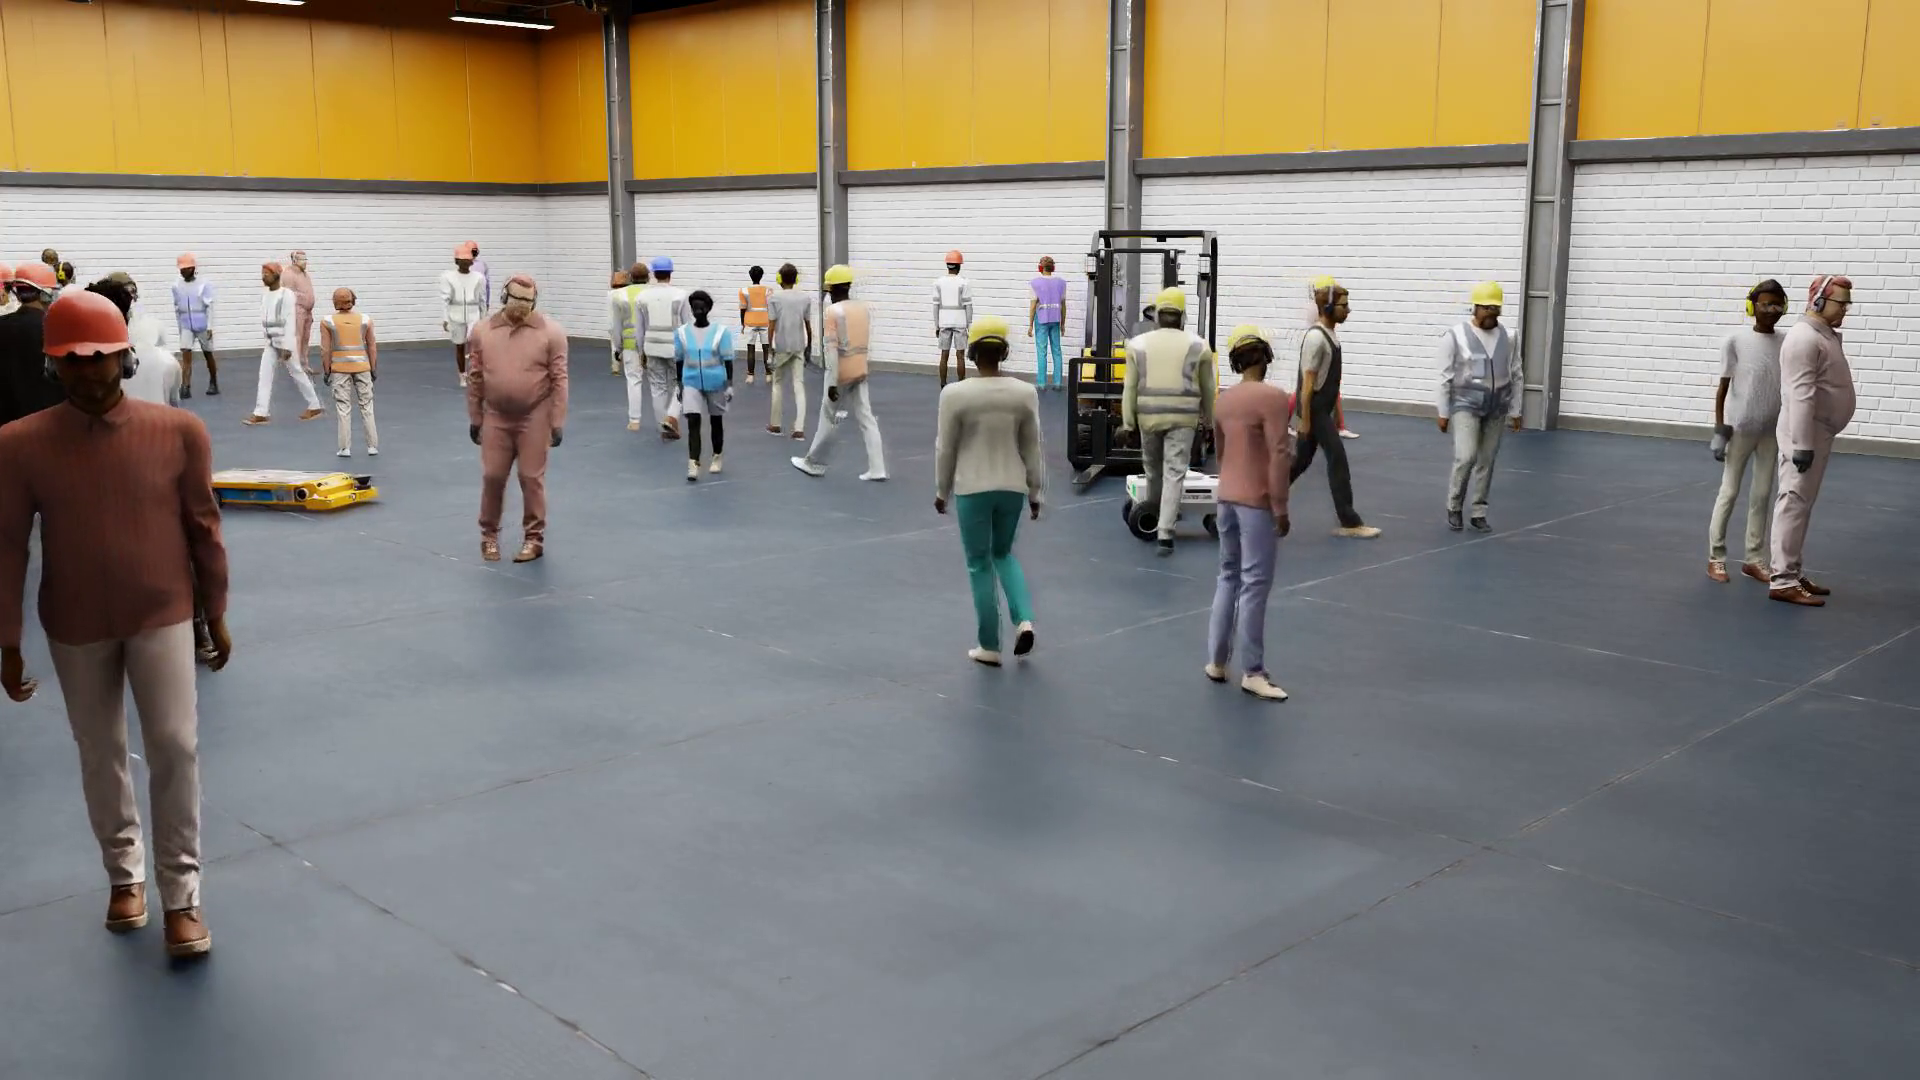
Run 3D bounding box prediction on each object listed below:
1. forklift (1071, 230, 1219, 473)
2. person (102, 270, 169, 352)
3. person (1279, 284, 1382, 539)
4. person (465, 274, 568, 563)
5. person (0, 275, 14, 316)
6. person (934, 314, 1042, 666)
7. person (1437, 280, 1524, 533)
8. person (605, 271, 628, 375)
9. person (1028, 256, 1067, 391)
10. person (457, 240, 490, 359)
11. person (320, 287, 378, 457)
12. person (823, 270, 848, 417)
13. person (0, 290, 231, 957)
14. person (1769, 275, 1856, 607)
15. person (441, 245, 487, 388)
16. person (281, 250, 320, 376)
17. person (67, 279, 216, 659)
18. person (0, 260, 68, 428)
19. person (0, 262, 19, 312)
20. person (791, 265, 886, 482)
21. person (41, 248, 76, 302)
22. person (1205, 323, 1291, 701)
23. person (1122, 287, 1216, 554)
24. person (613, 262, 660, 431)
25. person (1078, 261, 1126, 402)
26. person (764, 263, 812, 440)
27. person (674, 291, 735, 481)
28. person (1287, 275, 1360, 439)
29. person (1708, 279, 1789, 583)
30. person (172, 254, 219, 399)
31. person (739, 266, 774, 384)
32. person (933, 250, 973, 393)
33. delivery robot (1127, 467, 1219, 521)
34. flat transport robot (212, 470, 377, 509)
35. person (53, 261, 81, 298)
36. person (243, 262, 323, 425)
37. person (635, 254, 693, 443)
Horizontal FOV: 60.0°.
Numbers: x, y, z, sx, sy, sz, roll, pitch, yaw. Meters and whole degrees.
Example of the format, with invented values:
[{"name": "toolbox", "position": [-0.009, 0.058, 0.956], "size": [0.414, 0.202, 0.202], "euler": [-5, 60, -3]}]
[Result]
[{"name": "forklift", "position": [1.804, -1.825, 15.677], "size": [1.214, 2.155, 2.313], "euler": [2, 11, 13]}, {"name": "person", "position": [-5.733, -0.887, 11.353], "size": [0.903, 1.908, 0.637], "euler": [7, 13, 35]}, {"name": "person", "position": [2.508, -0.916, 11.820], "size": [0.966, 1.802, 0.527], "euler": [4, 11, 19]}, {"name": "person", "position": [-2.899, -0.784, 10.902], "size": [0.669, 1.880, 0.402], "euler": [0, 10, -2]}, {"name": "person", "position": [-6.991, -1.021, 12.019], "size": [0.613, 1.939, 0.870], "euler": [-4, 11, -19]}, {"name": "person", "position": [0.131, -0.241, 8.268], "size": [0.522, 1.749, 0.372], "euler": [-5, 11, -24]}, {"name": "person", "position": [3.738, -0.946, 11.931], "size": [0.595, 1.818, 0.430], "euler": [-1, 10, -8]}, {"name": "person", "position": [-5.091, -3.251, 25.107], "size": [0.504, 1.602, 0.849], "euler": [-6, 12, -28]}, {"name": "person", "position": [1.200, -2.956, 22.792], "size": [0.564, 1.845, 0.389], "euler": [-5, 11, -23]}, {"name": "person", "position": [-8.390, -4.131, 28.666], "size": [0.397, 2.043, 0.609], "euler": [8, 13, 38]}, {"name": "person", "position": [-5.878, -1.610, 16.030], "size": [0.515, 1.636, 0.314], "euler": [-5, 12, -27]}, {"name": "person", "position": [-1.472, -2.321, 19.605], "size": [0.282, 1.746, 0.493], "euler": [0, 10, 1]}, {"name": "person", "position": [-2.496, 0.264, 4.898], "size": [0.647, 1.962, 0.819], "euler": [-4, 11, -23]}, {"name": "person", "position": [4.976, -0.581, 9.699], "size": [0.405, 1.902, 0.636], "euler": [7, 12, 33]}, {"name": "person", "position": [-6.825, -3.052, 22.953], "size": [0.615, 1.988, 1.065], "euler": [-3, 11, -18]}, {"name": "person", "position": [-10.001, -3.438, 25.264], "size": [0.402, 1.904, 0.652], "euler": [1, 10, 3]}, {"name": "person", "position": [-4.191, -0.346, 8.400], "size": [1.031, 1.913, 0.623], "euler": [7, 13, 34]}, {"name": "person", "position": [-5.850, -0.776, 10.546], "size": [0.649, 1.972, 0.533], "euler": [2, 11, 11]}, {"name": "person", "position": [-7.498, -1.218, 13.071], "size": [0.544, 1.938, 0.356], "euler": [8, 13, 37]}, {"name": "person", "position": [-1.032, -1.453, 14.528], "size": [1.003, 1.869, 0.617], "euler": [8, 13, 38]}, {"name": "person", "position": [-13.595, -3.407, 25.003], "size": [0.372, 1.940, 0.630], "euler": [8, 13, 38]}, {"name": "person", "position": [1.397, -0.142, 7.795], "size": [0.316, 1.720, 0.667], "euler": [-5, 12, -25]}, {"name": "person", "position": [1.438, -0.828, 11.367], "size": [0.620, 1.779, 0.943], "euler": [3, 11, 16]}, {"name": "person", "position": [-3.478, -2.113, 18.218], "size": [0.633, 1.840, 0.429], "euler": [-3, 11, -18]}, {"name": "person", "position": [1.748, -2.367, 19.574], "size": [0.645, 1.852, 1.015], "euler": [-9, 14, -41]}, {"name": "person", "position": [-1.836, -1.990, 17.557], "size": [0.550, 1.834, 0.881], "euler": [-4, 11, -22]}, {"name": "person", "position": [-2.250, -1.356, 14.606], "size": [0.536, 1.647, 0.861], "euler": [0, 10, 1]}, {"name": "person", "position": [3.778, -1.939, 17.590], "size": [0.887, 1.725, 0.534], "euler": [7, 13, 35]}, {"name": "person", "position": [4.883, -0.662, 10.223], "size": [0.528, 1.869, 0.306], "euler": [0, 10, -2]}, {"name": "person", "position": [-10.105, -2.821, 21.960], "size": [0.561, 1.891, 0.987], "euler": [0, 10, -2]}, {"name": "person", "position": [-2.917, -3.097, 23.970], "size": [0.535, 1.697, 0.318], "euler": [-3, 11, -15]}, {"name": "person", "position": [-0.082, -2.844, 21.935], "size": [0.547, 1.938, 0.358], "euler": [3, 11, 18]}, {"name": "delivery robot", "position": [1.548, -0.342, 11.810], "size": [0.707, 0.478, 0.477], "euler": [0, 10, 0]}, {"name": "flat transport robot", "position": [-5.463, -0.412, 13.218], "size": [1.431, 0.197, 0.652], "euler": [2, 11, 12]}, {"name": "person", "position": [-10.868, -2.502, 20.404], "size": [0.951, 1.829, 0.547], "euler": [-1, 10, -8]}, {"name": "person", "position": [-7.720, -2.240, 18.931], "size": [0.593, 1.838, 0.976], "euler": [7, 12, 32]}, {"name": "person", "position": [-3.011, -1.942, 17.014], "size": [0.635, 1.935, 0.445], "euler": [2, 11, 9]}]
